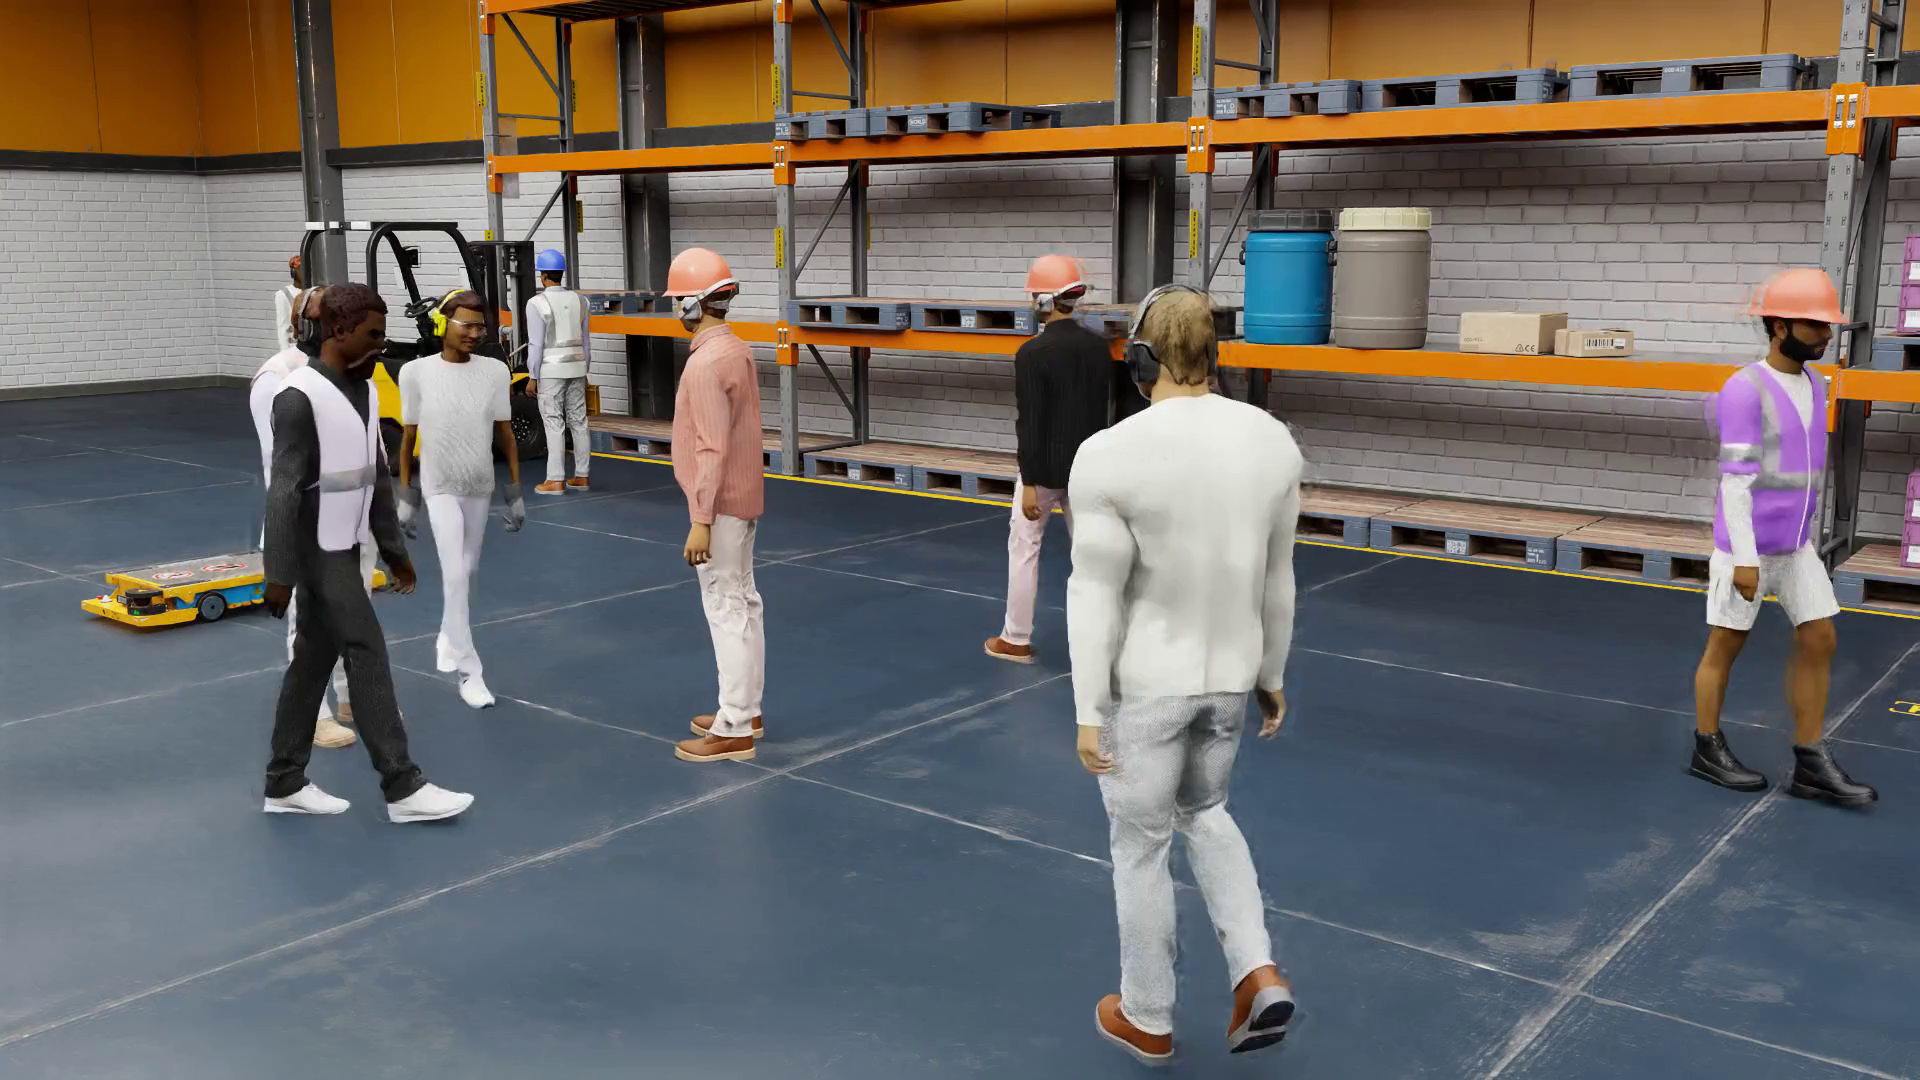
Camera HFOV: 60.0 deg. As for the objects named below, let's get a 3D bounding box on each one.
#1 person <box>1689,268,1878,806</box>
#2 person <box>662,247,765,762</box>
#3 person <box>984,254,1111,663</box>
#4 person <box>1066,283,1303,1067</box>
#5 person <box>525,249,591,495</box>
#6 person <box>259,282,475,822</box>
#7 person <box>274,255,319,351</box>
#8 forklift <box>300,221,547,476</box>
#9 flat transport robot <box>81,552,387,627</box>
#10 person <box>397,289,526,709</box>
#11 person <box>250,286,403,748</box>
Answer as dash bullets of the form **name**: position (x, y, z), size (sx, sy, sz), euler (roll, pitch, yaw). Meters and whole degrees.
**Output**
- **person**: position (2.981, 0.013, 5.897), size (0.571, 1.913, 0.780), euler (-6, 12, -28)
- **person**: position (-0.955, -0.131, 6.492), size (0.392, 1.991, 0.612), euler (1, 10, 5)
- **person**: position (0.509, -0.340, 7.727), size (0.621, 1.964, 0.957), euler (-9, 13, -40)
- **person**: position (0.549, 0.358, 3.977), size (0.643, 1.922, 0.517), euler (-5, 11, -27)
- **person**: position (-3.203, -1.333, 13.272), size (0.390, 1.949, 0.602), euler (8, 13, 37)
- **person**: position (-2.069, 0.051, 5.801), size (0.906, 1.872, 0.607), euler (0, 10, -1)
- **person**: position (-6.430, -1.840, 16.303), size (0.350, 1.876, 0.568), euler (4, 11, 23)
- **forklift**: position (-4.922, -1.741, 14.854), size (1.214, 2.155, 2.313), euler (8, 13, 38)
- **flat transport robot**: position (-4.015, 0.231, 9.258), size (0.652, 0.197, 1.431), euler (8, 13, 38)
- **person**: position (-2.261, -0.224, 7.520), size (0.543, 1.821, 0.984), euler (-6, 12, -32)
- **person**: position (-2.539, -0.101, 6.747), size (0.429, 1.840, 0.636), euler (3, 11, 16)
